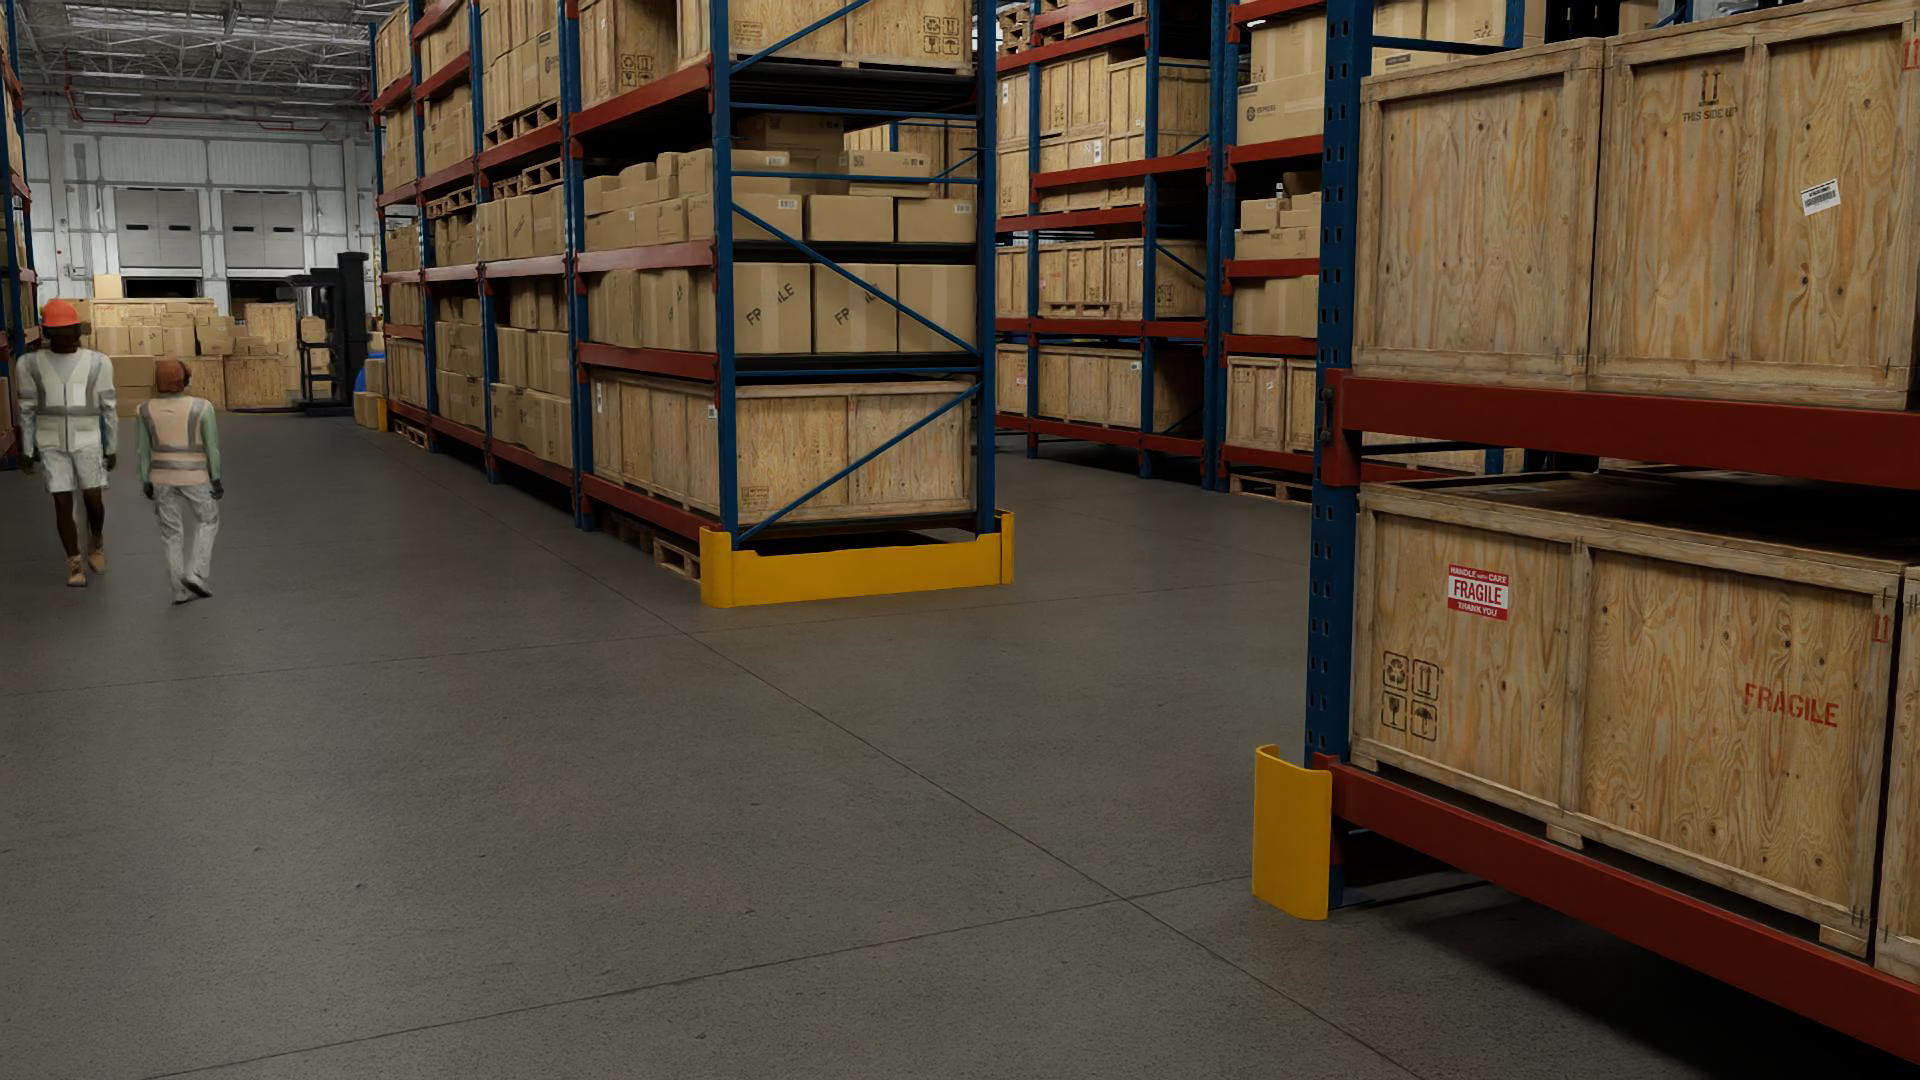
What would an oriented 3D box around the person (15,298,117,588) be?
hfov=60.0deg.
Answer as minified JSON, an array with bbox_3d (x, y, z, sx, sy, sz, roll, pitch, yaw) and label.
[{"bbox_3d":[-6.258,-0.677,11.683,0.617,2.027,0.466,-4,9,-24],"label":"person"}]

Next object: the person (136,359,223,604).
[{"bbox_3d":[-5.158,-0.385,11.024,0.544,1.623,0.375,-1,8,-7],"label":"person"}]

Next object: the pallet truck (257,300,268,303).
[{"bbox_3d":[-23.913,-7.404,58.171,1.885,1.965,0.823,-1,8,-9],"label":"pallet truck"}]

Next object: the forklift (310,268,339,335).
[{"bbox_3d":[-16.408,-5.712,43.475,1.129,2.768,1.873,-2,8,-11],"label":"forklift"}]

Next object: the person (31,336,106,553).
[{"bbox_3d":[-7.096,-0.803,13.267,0.627,1.830,0.430,-4,9,-28],"label":"person"}]

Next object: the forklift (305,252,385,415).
[{"bbox_3d":[-10.541,-3.613,29.002,1.873,2.768,1.129,-4,9,-27],"label":"forklift"}]
